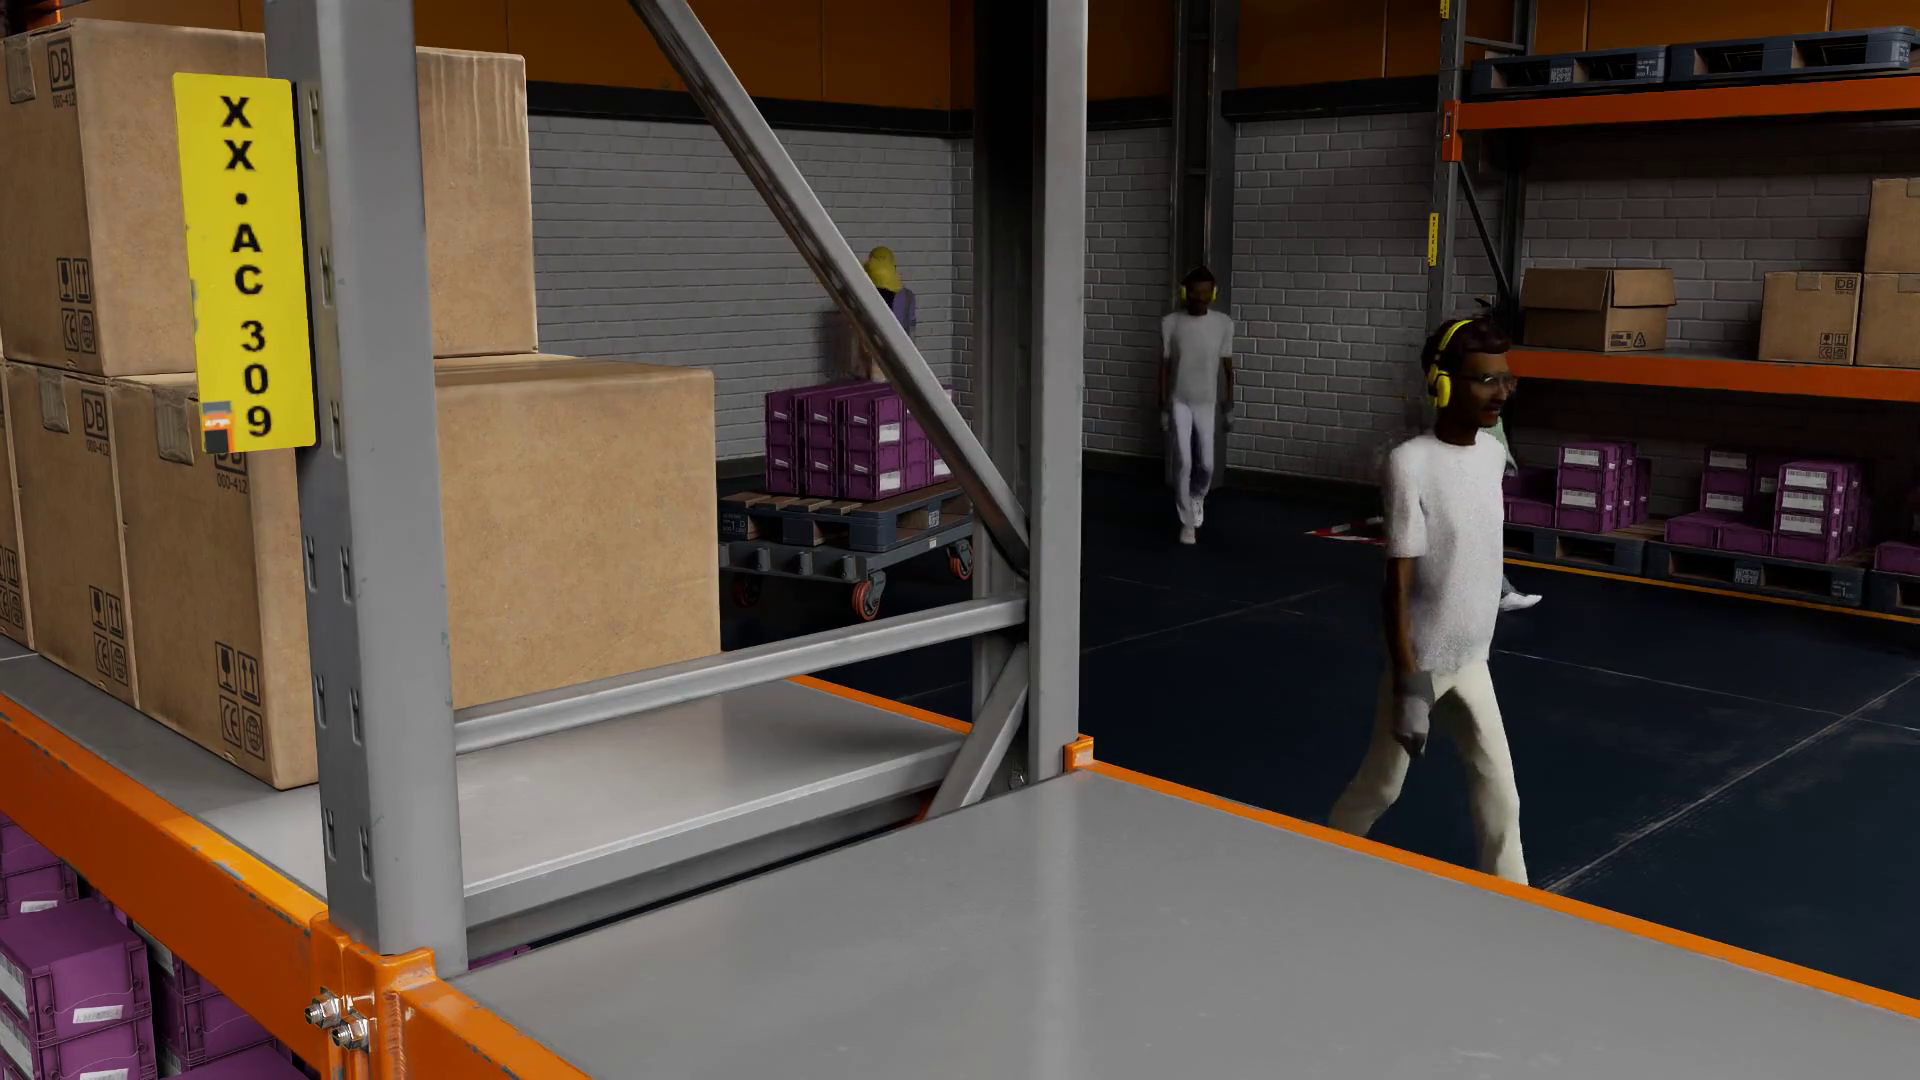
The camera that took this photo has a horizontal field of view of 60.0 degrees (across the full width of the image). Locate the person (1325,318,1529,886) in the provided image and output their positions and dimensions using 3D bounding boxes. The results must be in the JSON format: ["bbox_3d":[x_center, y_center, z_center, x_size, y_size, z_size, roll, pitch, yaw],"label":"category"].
[{"bbox_3d":[1.269,0.327,4.386,0.546,1.817,0.999,-7,13,-35],"label":"person"}]

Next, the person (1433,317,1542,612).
[{"bbox_3d":[2.765,-0.418,9.064,0.879,1.585,0.514,7,13,35],"label":"person"}]

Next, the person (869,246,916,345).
[{"bbox_3d":[-0.648,-1.503,14.049,0.586,1.928,0.380,-6,12,-29],"label":"person"}]

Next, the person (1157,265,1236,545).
[{"bbox_3d":[1.564,-0.900,11.031,0.522,1.841,0.588,1,10,3],"label":"person"}]

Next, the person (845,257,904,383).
[{"bbox_3d":[-0.604,-0.863,10.666,0.840,1.893,0.598,-1,10,-8],"label":"person"}]
